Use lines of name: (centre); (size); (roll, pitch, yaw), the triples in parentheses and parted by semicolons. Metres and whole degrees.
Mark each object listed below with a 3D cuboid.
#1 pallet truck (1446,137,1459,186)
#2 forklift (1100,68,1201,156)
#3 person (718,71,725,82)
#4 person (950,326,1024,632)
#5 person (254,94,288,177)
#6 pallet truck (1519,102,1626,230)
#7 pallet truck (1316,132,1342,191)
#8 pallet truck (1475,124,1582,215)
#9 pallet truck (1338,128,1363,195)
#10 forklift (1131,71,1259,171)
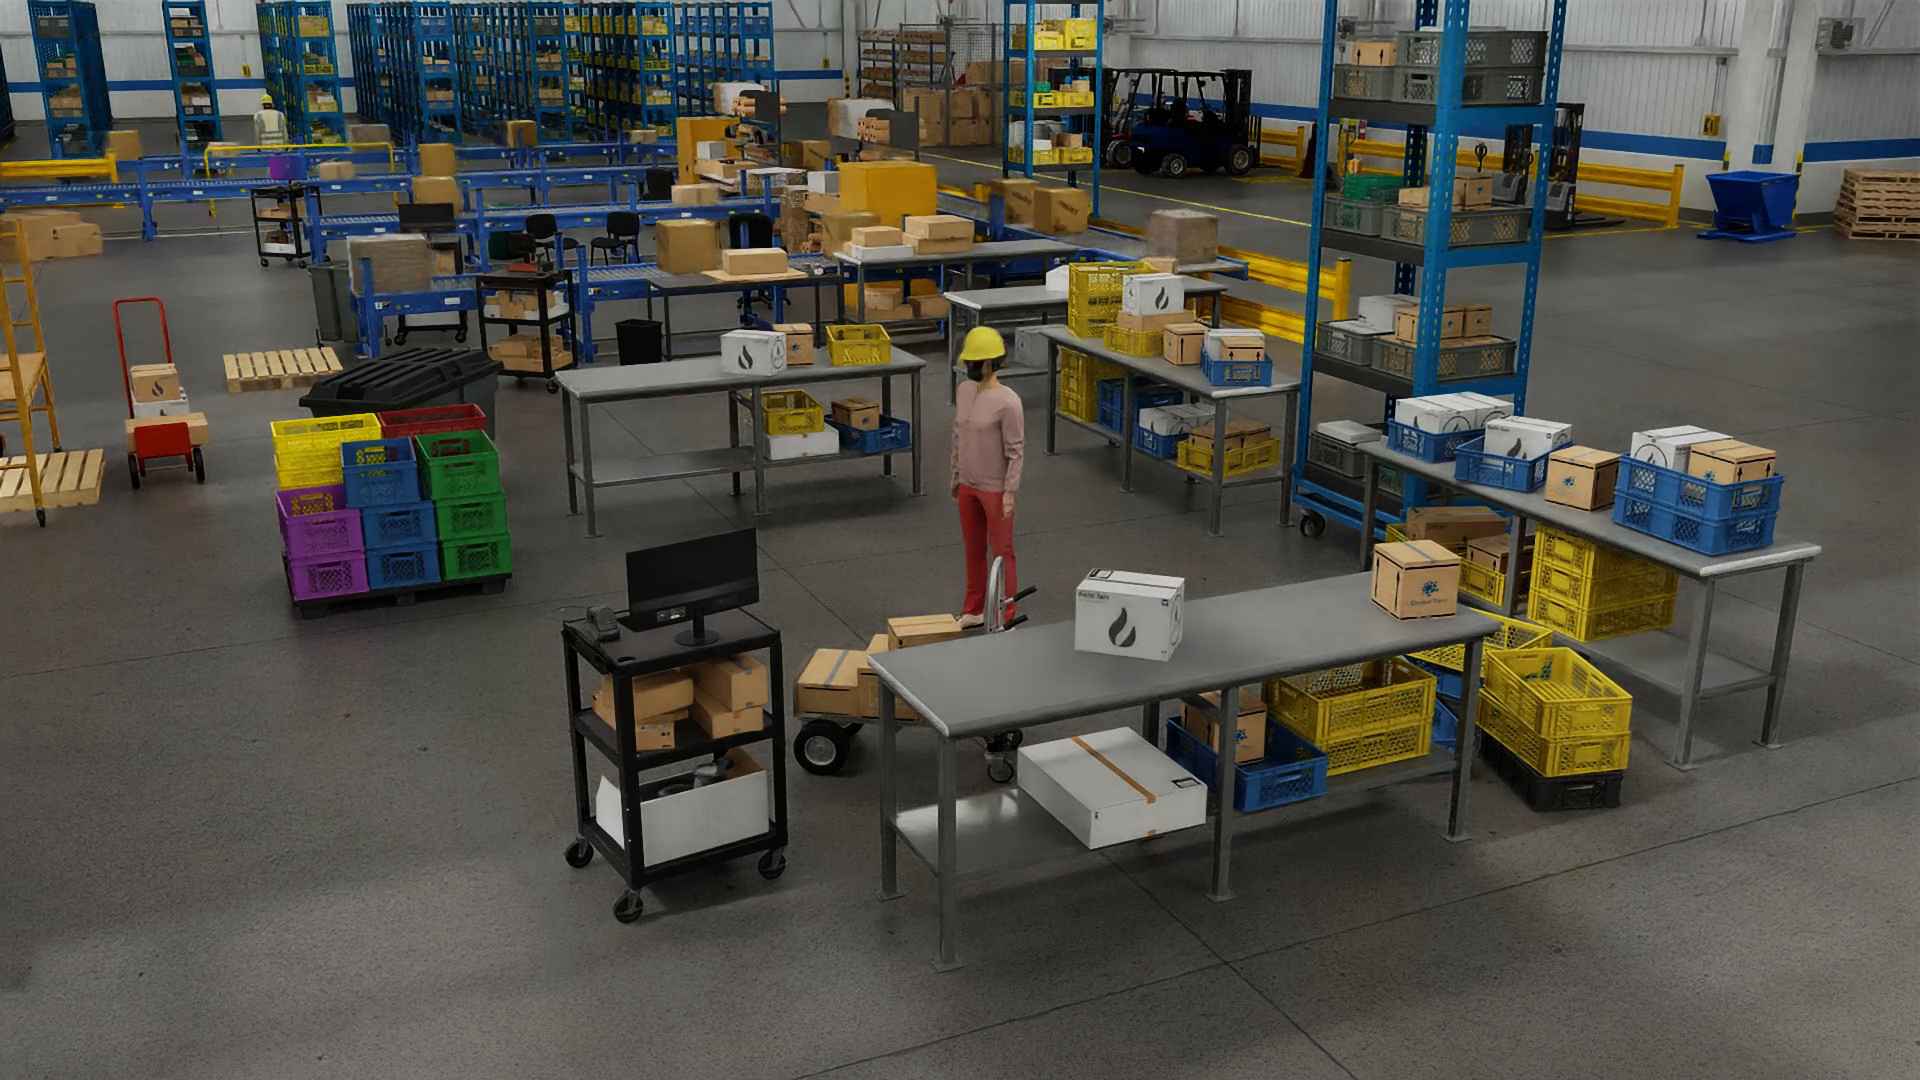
pallet truck: (9.184, -6.485, 29.328); (1.630, 1.274, 0.653); (-8, 19, -23)
forklift: (4.082, -9.564, 37.410); (2.680, 1.987, 1.157); (-8, 19, -23)
person: (-6.806, -12.537, 47.522); (0.451, 1.830, 0.598); (-9, 20, -27)
person: (0.128, -0.293, 9.066); (0.310, 1.770, 0.522); (-15, 23, -39)
person: (-13.439, -7.761, 32.484); (0.602, 1.830, 0.404); (-11, 21, -31)
pallet truck: (9.972, -6.037, 26.785); (1.885, 1.965, 0.823); (-9, 20, -25)
pallet truck: (7.723, -7.504, 32.656); (1.601, 1.201, 0.680); (-8, 19, -23)
pallet truck: (9.707, -6.455, 28.103); (1.885, 1.965, 0.823); (-7, 19, -20)
pallet truck: (7.845, -7.140, 31.411); (1.522, 1.261, 0.704); (-9, 20, -25)
forklift: (4.998, -8.936, 35.413); (2.680, 1.987, 1.157); (-9, 20, -25)
